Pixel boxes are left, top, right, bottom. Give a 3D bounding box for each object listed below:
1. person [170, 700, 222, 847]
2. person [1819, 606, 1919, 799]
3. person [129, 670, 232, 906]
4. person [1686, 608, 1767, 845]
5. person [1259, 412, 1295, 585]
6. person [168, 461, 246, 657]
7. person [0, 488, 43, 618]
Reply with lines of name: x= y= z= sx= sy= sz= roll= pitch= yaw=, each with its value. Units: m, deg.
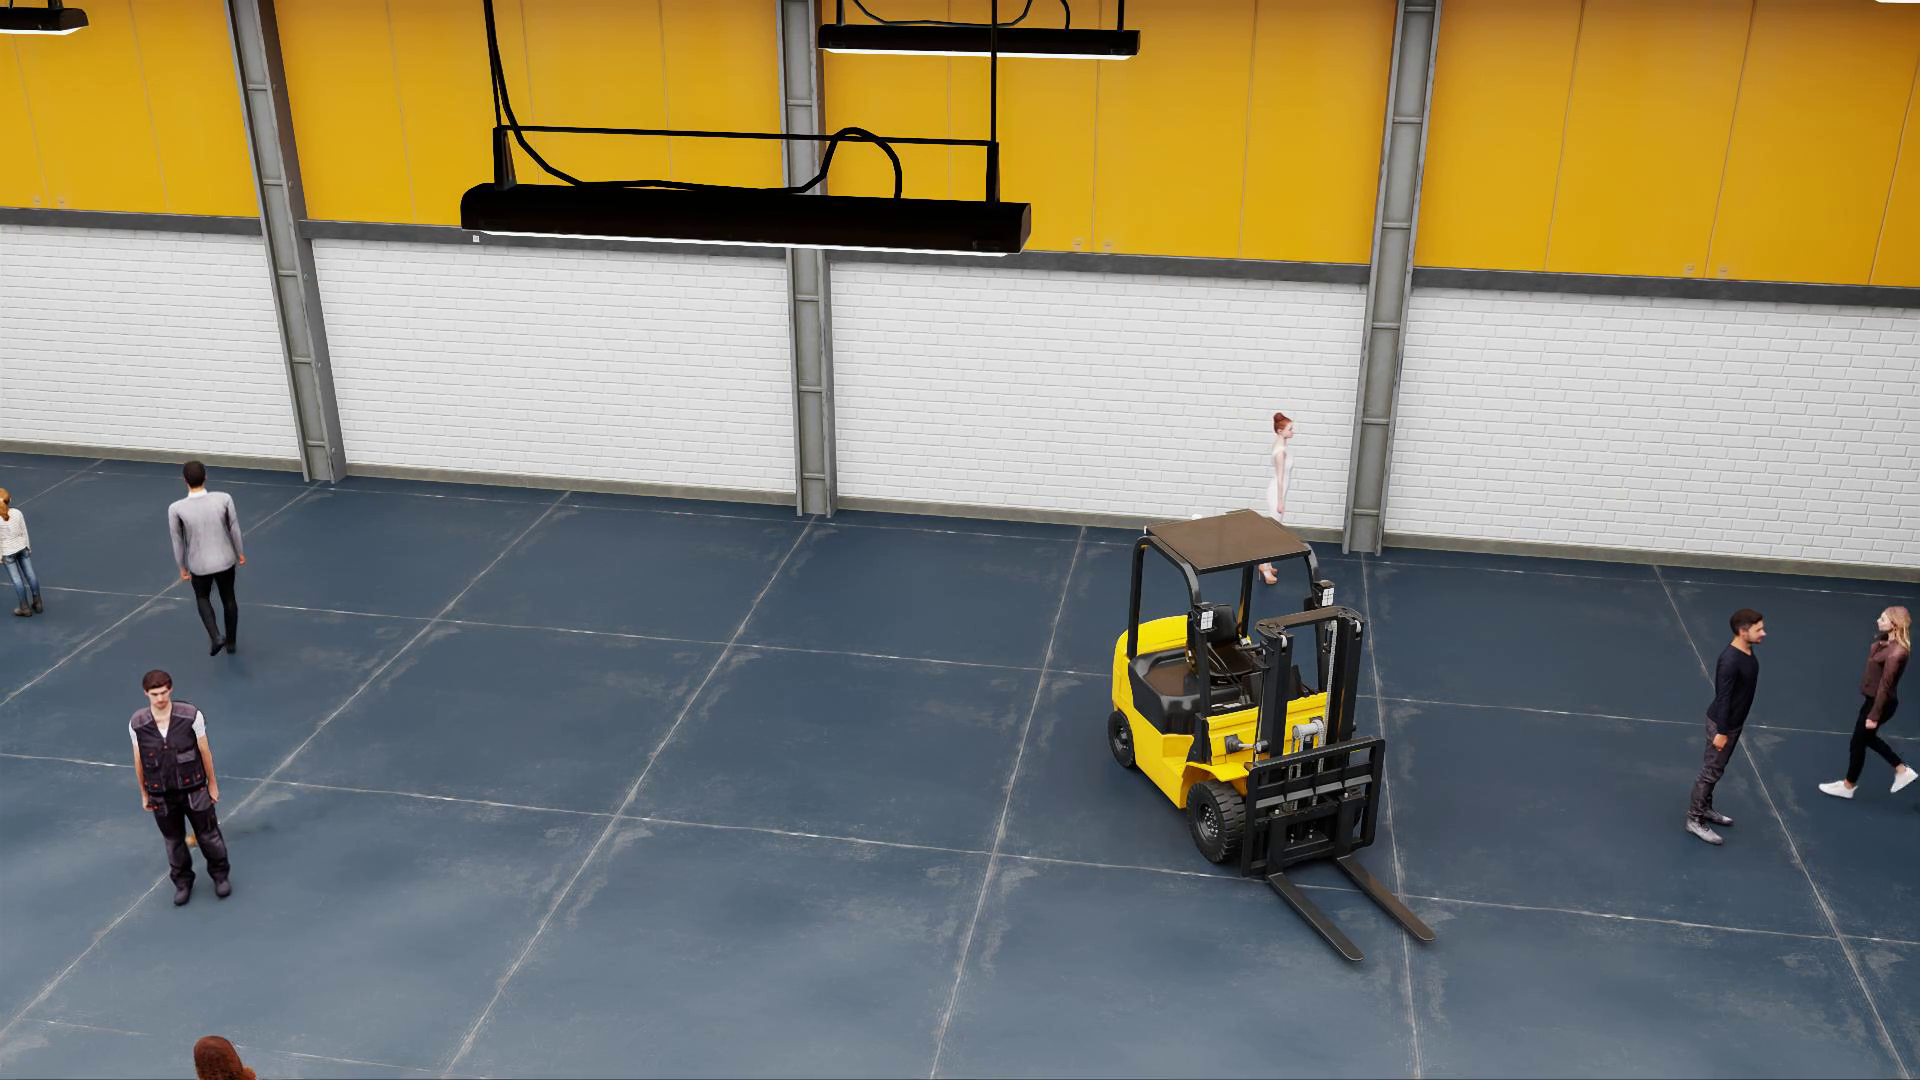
person: x=-5.740 y=1.746 z=12.516 sx=0.606 sy=1.217 sz=0.578 roll=-9 pitch=25 yaw=-19
person: x=7.217 y=1.304 z=12.937 sx=0.960 sy=1.691 sz=0.762 roll=11 pitch=26 yaw=23
person: x=-5.523 y=1.735 z=11.760 sx=0.698 sy=1.843 sz=0.811 roll=-7 pitch=25 yaw=-16
person: x=5.778 y=1.368 z=12.566 sx=0.700 sy=1.870 sz=0.710 roll=16 pitch=28 yaw=33
person: x=3.189 y=-0.430 z=16.775 sx=0.491 sy=1.793 sz=0.581 roll=5 pitch=24 yaw=12
person: x=-6.815 y=0.210 z=15.165 sx=0.964 sy=1.911 sz=1.023 roll=-13 pitch=27 yaw=-28
person: x=-9.164 y=0.114 z=16.126 sx=0.591 sy=1.316 sz=0.550 roll=16 pitch=28 yaw=32
